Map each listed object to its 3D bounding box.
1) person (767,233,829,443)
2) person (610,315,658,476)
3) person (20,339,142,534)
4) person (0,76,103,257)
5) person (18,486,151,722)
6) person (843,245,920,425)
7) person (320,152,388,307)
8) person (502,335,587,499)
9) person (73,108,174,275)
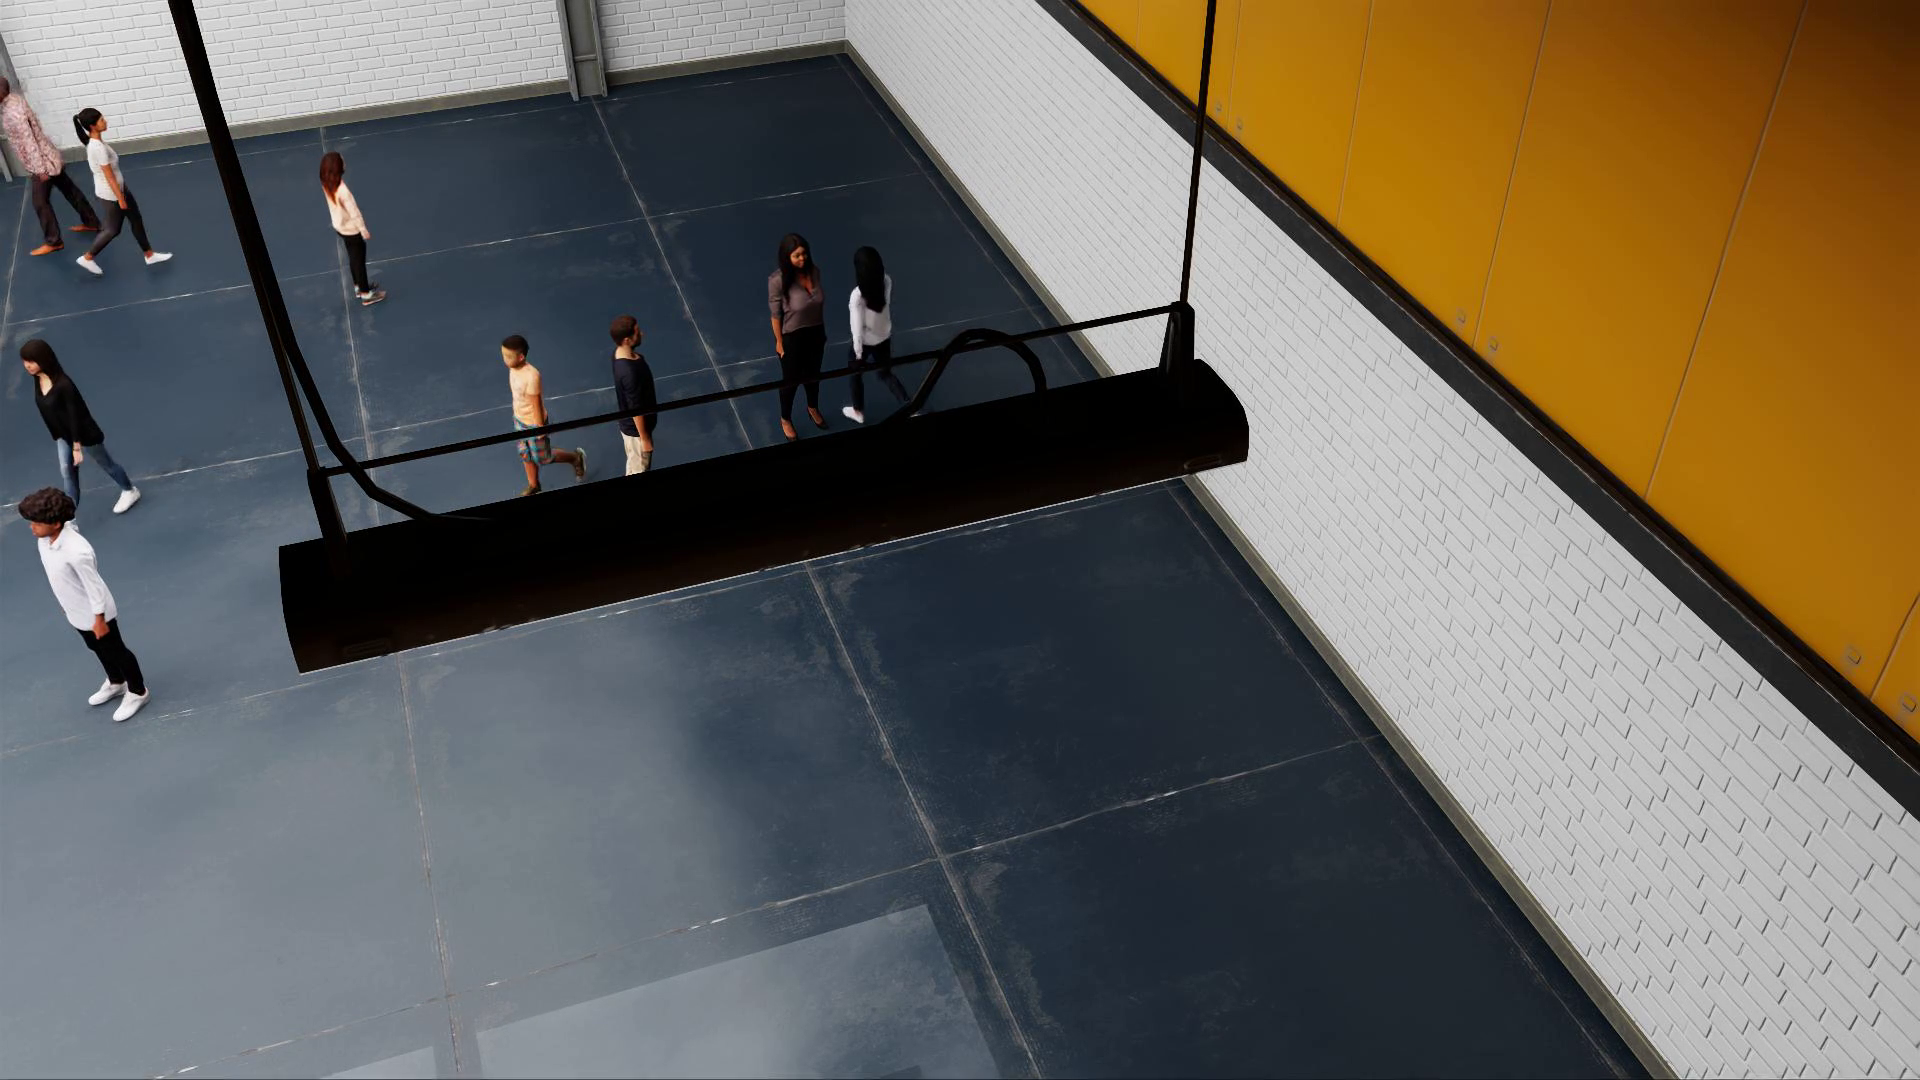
[{"bbox_3d":[-1.305,-1.644,13.437,0.666,1.842,0.791,-29,47,-32],"label":"person"},{"bbox_3d":[-2.429,-0.857,12.444,0.553,1.851,0.640,-11,40,-14],"label":"person"},{"bbox_3d":[-6.639,-0.842,12.620,1.013,1.610,1.057,14,41,17],"label":"person"},{"bbox_3d":[-8.786,-3.659,16.025,0.910,1.761,0.741,-13,41,-16],"label":"person"},{"bbox_3d":[-5.726,0.404,10.900,0.725,1.809,0.748,26,45,28],"label":"person"},{"bbox_3d":[-0.642,-1.589,13.503,0.948,1.675,1.040,30,47,32],"label":"person"},{"bbox_3d":[-5.597,-2.853,15.240,0.646,1.481,0.651,-29,47,-31],"label":"person"},{"bbox_3d":[-3.266,-0.961,12.898,0.766,1.449,0.929,31,48,33],"label":"person"},{"bbox_3d":[-8.055,-3.233,15.610,1.082,1.615,0.687,-19,42,-22],"label":"person"}]
